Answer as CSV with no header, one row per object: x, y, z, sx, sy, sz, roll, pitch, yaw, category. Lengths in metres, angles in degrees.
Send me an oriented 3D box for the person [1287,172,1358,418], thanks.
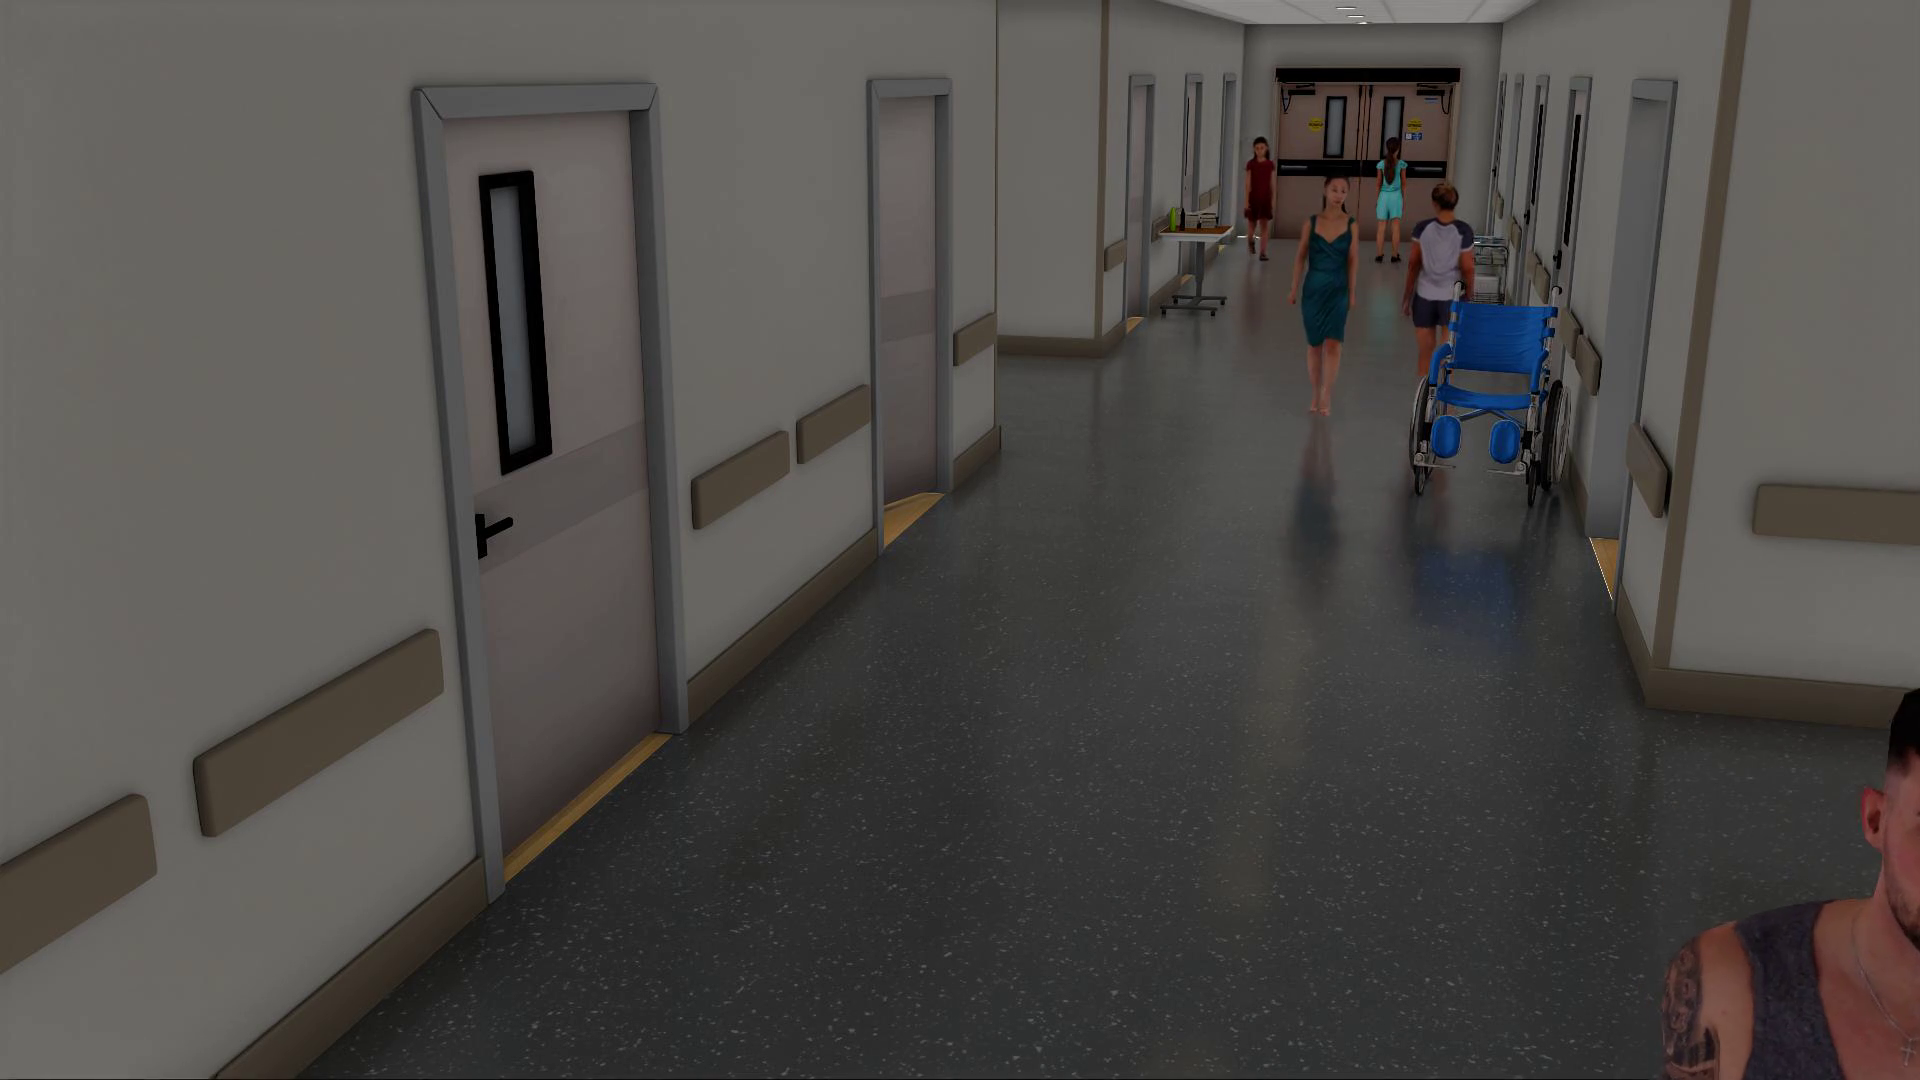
2.553,-1.691,11.549,0.628,1.670,0.676,8,17,25,person

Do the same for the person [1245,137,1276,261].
3.814,-4.350,21.231,0.643,1.535,0.988,1,16,3,person

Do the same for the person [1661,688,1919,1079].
0.983,0.977,1.910,0.828,1.829,1.084,9,18,30,person

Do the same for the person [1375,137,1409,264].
5.428,-4.291,20.979,0.564,1.558,0.561,6,17,20,person

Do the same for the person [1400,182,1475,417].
3.269,-1.629,11.436,0.704,1.613,0.686,11,19,33,person
